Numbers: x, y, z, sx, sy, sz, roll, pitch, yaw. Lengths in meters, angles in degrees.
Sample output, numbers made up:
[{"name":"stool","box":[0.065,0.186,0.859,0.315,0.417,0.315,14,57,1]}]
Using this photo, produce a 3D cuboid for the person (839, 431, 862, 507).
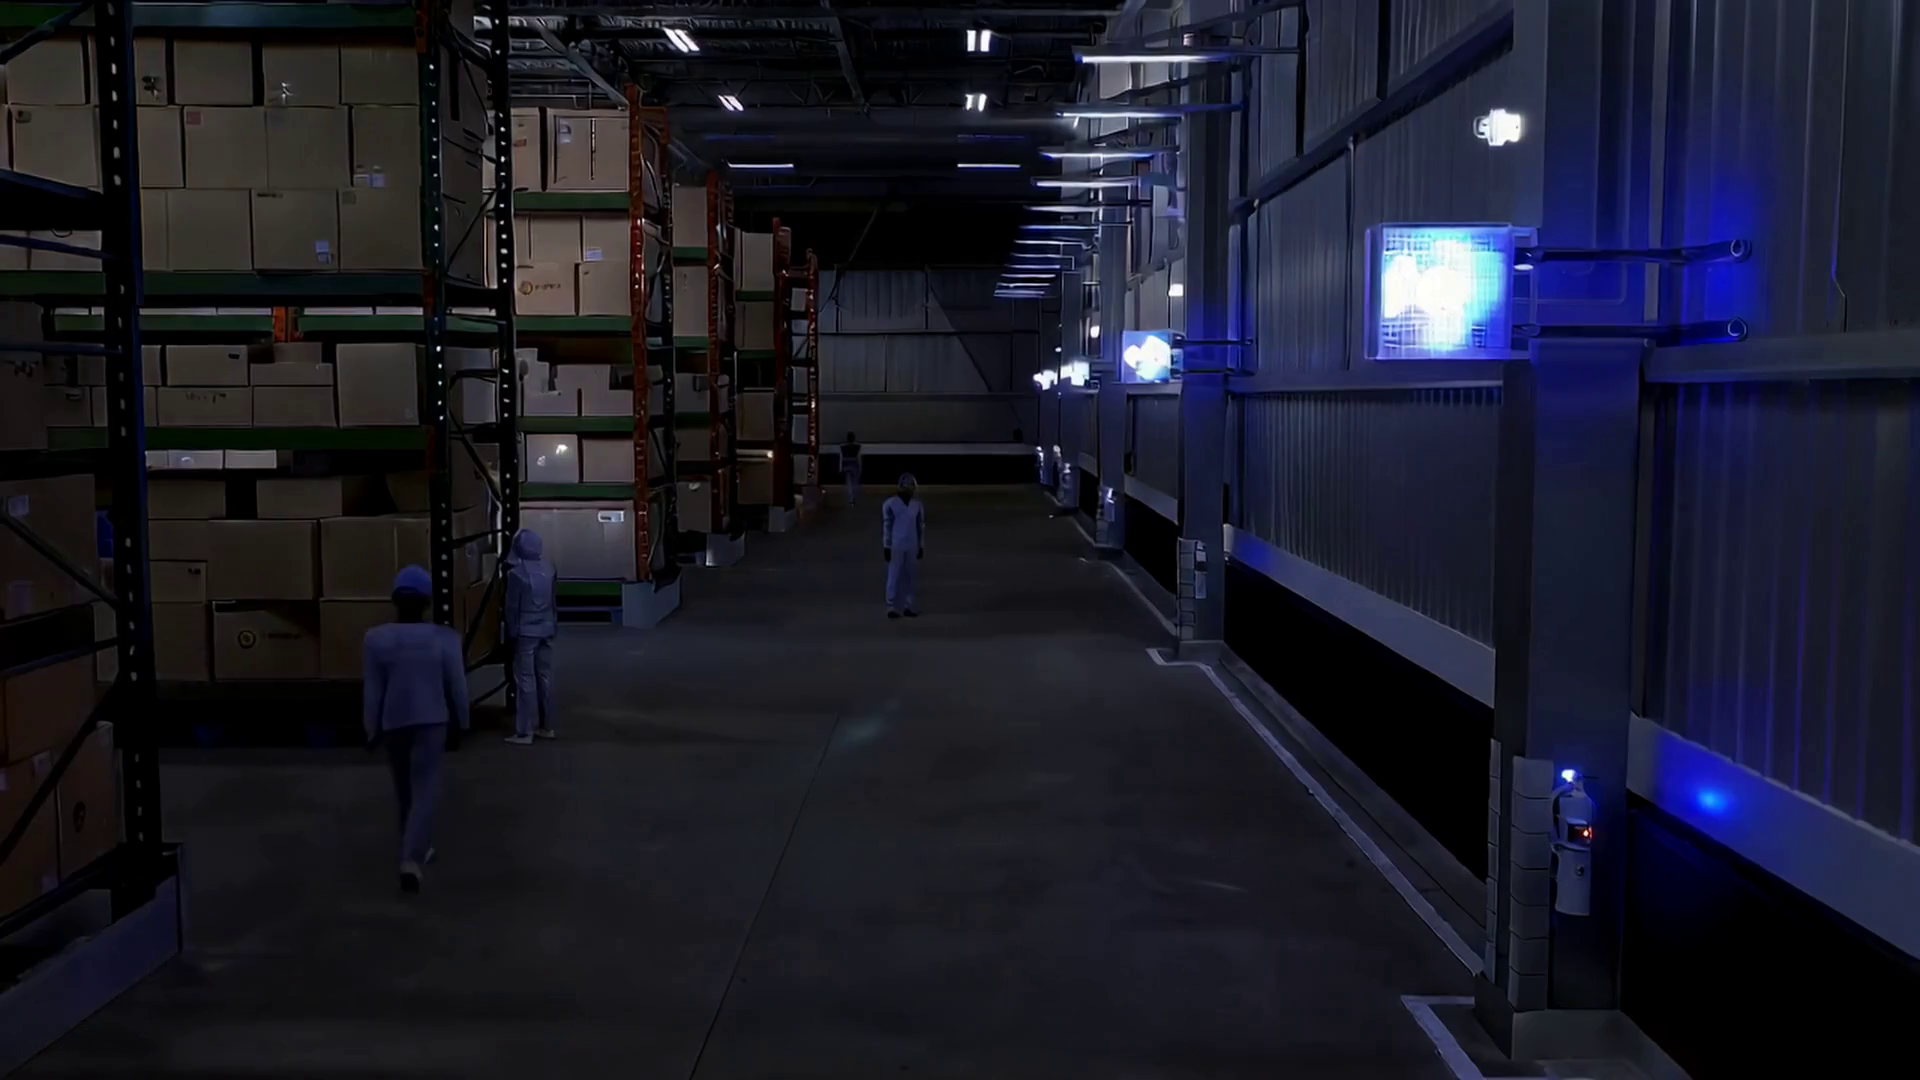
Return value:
[{"name":"person","box":[-2.618,-1.710,40.000,0.562,1.804,0.900,0,5,1]}]

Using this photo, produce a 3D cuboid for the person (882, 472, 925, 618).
[{"name":"person","box":[-0.652,0.057,19.807,0.563,1.743,0.350,-3,6,-31]}]

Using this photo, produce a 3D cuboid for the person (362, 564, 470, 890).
[{"name":"person","box":[-2.952,0.991,9.010,0.538,1.724,0.891,0,5,-4]}]

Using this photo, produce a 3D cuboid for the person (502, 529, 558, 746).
[{"name":"person","box":[-3.240,0.731,12.590,0.315,1.630,0.528,3,6,29]}]
